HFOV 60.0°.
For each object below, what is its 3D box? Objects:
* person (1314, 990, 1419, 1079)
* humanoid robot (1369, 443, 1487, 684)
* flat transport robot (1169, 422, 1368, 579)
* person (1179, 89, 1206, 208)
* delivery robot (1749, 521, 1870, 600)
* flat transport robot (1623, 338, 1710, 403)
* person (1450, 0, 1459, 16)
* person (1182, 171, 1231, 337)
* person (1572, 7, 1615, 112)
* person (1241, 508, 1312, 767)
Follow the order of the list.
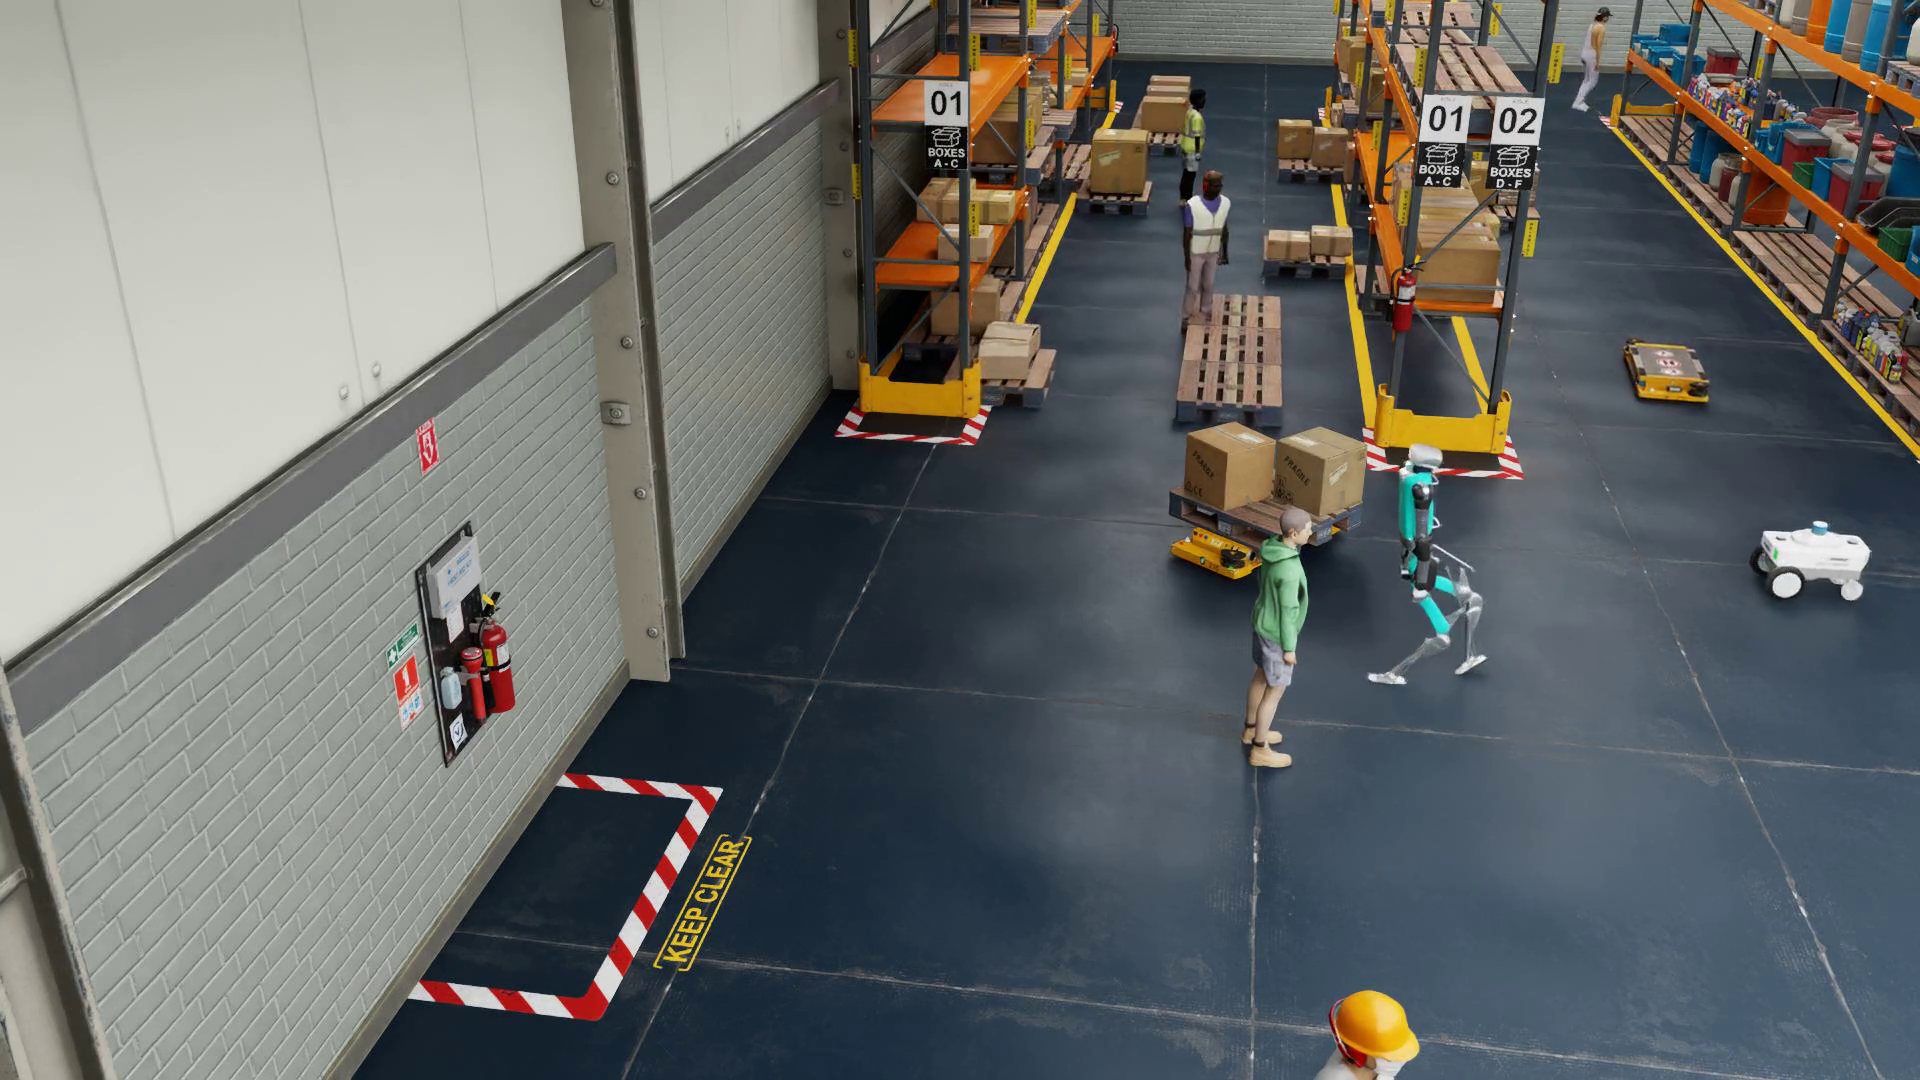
[{"bbox_3d":[1.440,2.447,6.202,0.373,1.894,0.584,16,29,30],"label":"person"},{"bbox_3d":[3.347,0.193,11.263,0.986,1.775,0.543,1,25,2],"label":"humanoid robot"},{"bbox_3d":[2.431,-0.065,13.497,1.431,0.231,0.659,-21,32,-37],"label":"flat transport robot"},{"bbox_3d":[3.280,-5.490,23.415,0.322,1.698,0.535,-3,25,-7],"label":"person"},{"bbox_3d":[6.486,0.148,12.710,0.783,0.601,0.499,3,25,7],"label":"delivery robot"},{"bbox_3d":[7.245,-1.743,17.089,0.659,0.231,1.431,6,26,13],"label":"flat transport robot"},{"bbox_3d":[9.336,-9.437,31.792,0.523,1.763,0.326,8,26,17],"label":"person"},{"bbox_3d":[2.689,-3.145,18.240,0.621,1.834,0.411,-12,28,-24],"label":"person"},{"bbox_3d":[11.498,-8.738,30.221,0.557,1.841,0.506,-3,25,-6],"label":"person"},{"bbox_3d":[1.968,0.596,10.357,0.317,1.736,0.479,-2,25,-5],"label":"person"}]
